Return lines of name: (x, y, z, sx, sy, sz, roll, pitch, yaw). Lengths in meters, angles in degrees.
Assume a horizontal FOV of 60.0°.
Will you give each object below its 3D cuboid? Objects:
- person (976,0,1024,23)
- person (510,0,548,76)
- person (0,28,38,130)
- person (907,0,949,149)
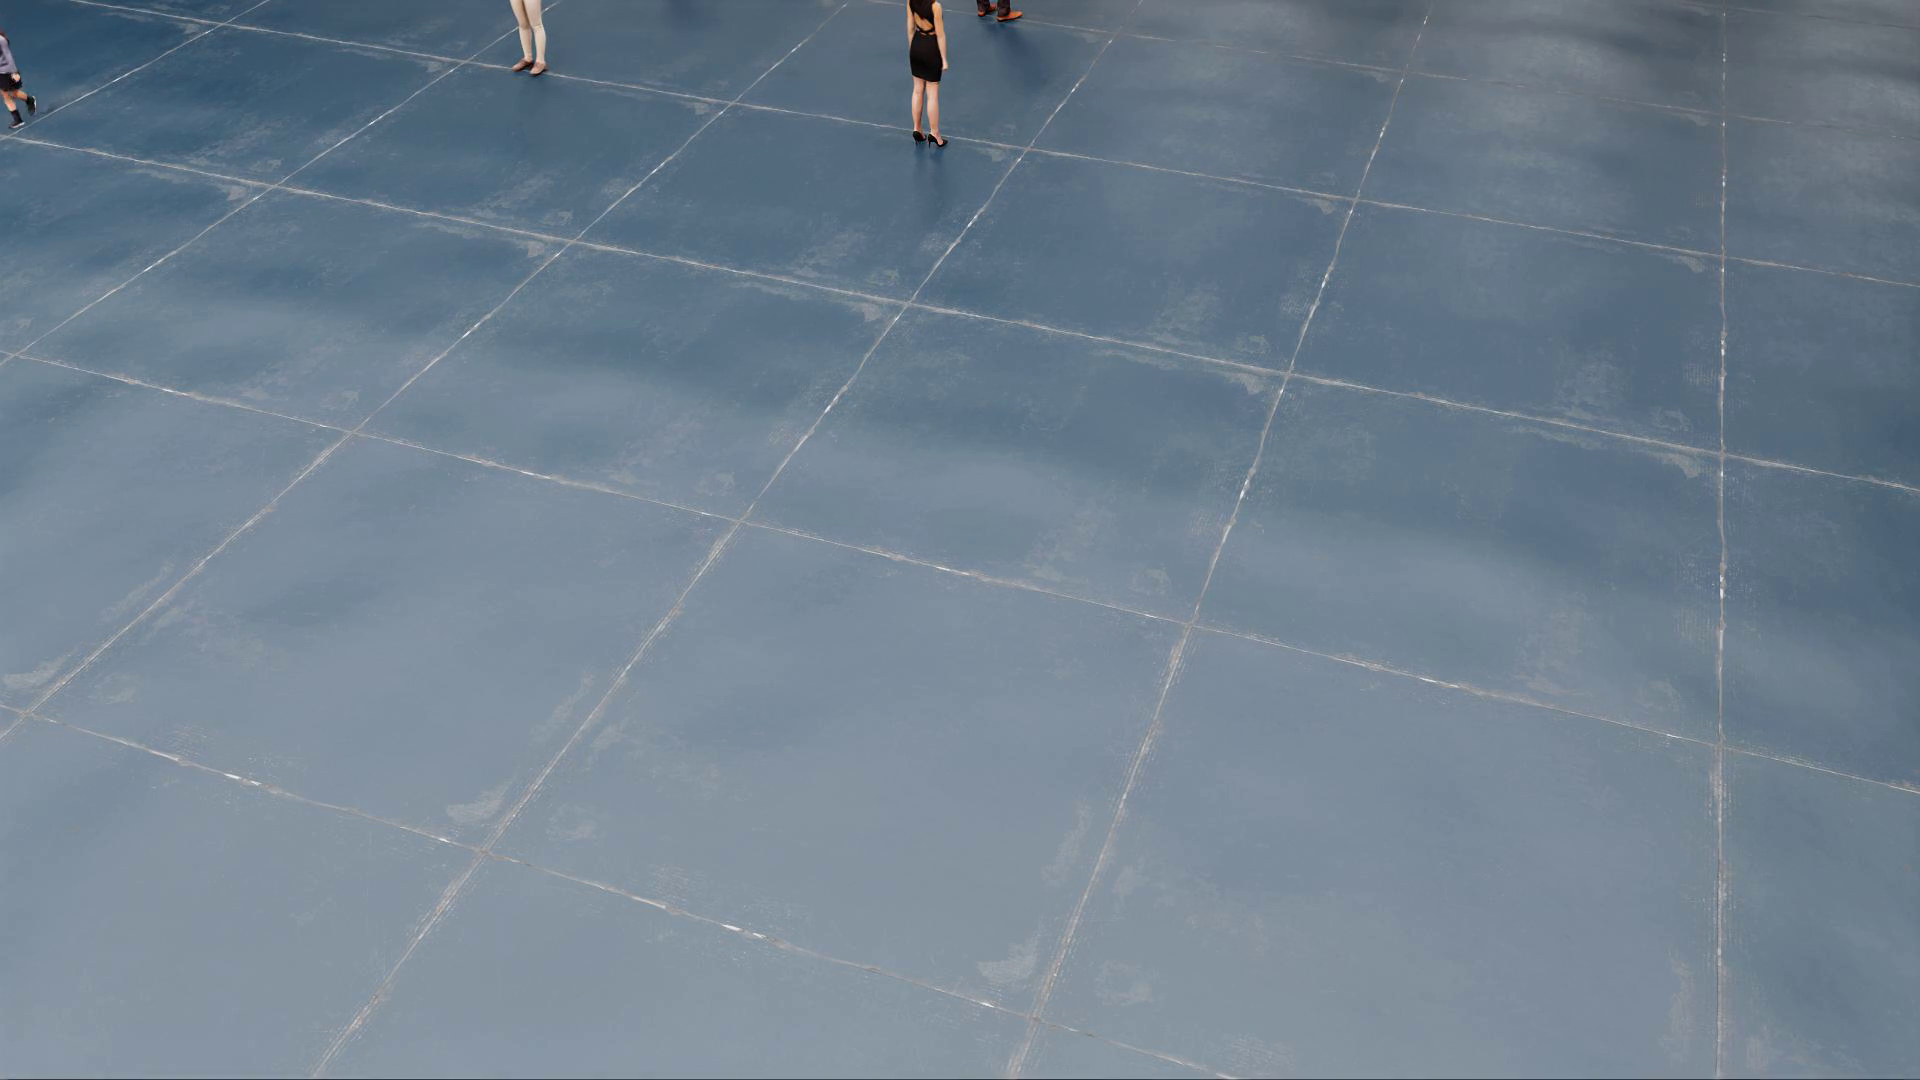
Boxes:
person: (0.368, -6.344, 17.301, 0.766, 1.808, 0.740, 30, 47, 33)
person: (-4.253, -5.416, 16.240, 0.622, 1.653, 0.568, 13, 40, 16)
person: (-8.821, -4.373, 15.354, 0.527, 1.103, 0.636, 7, 39, 8)
person: (-0.303, -4.305, 14.822, 0.603, 1.650, 0.568, 25, 45, 29)
